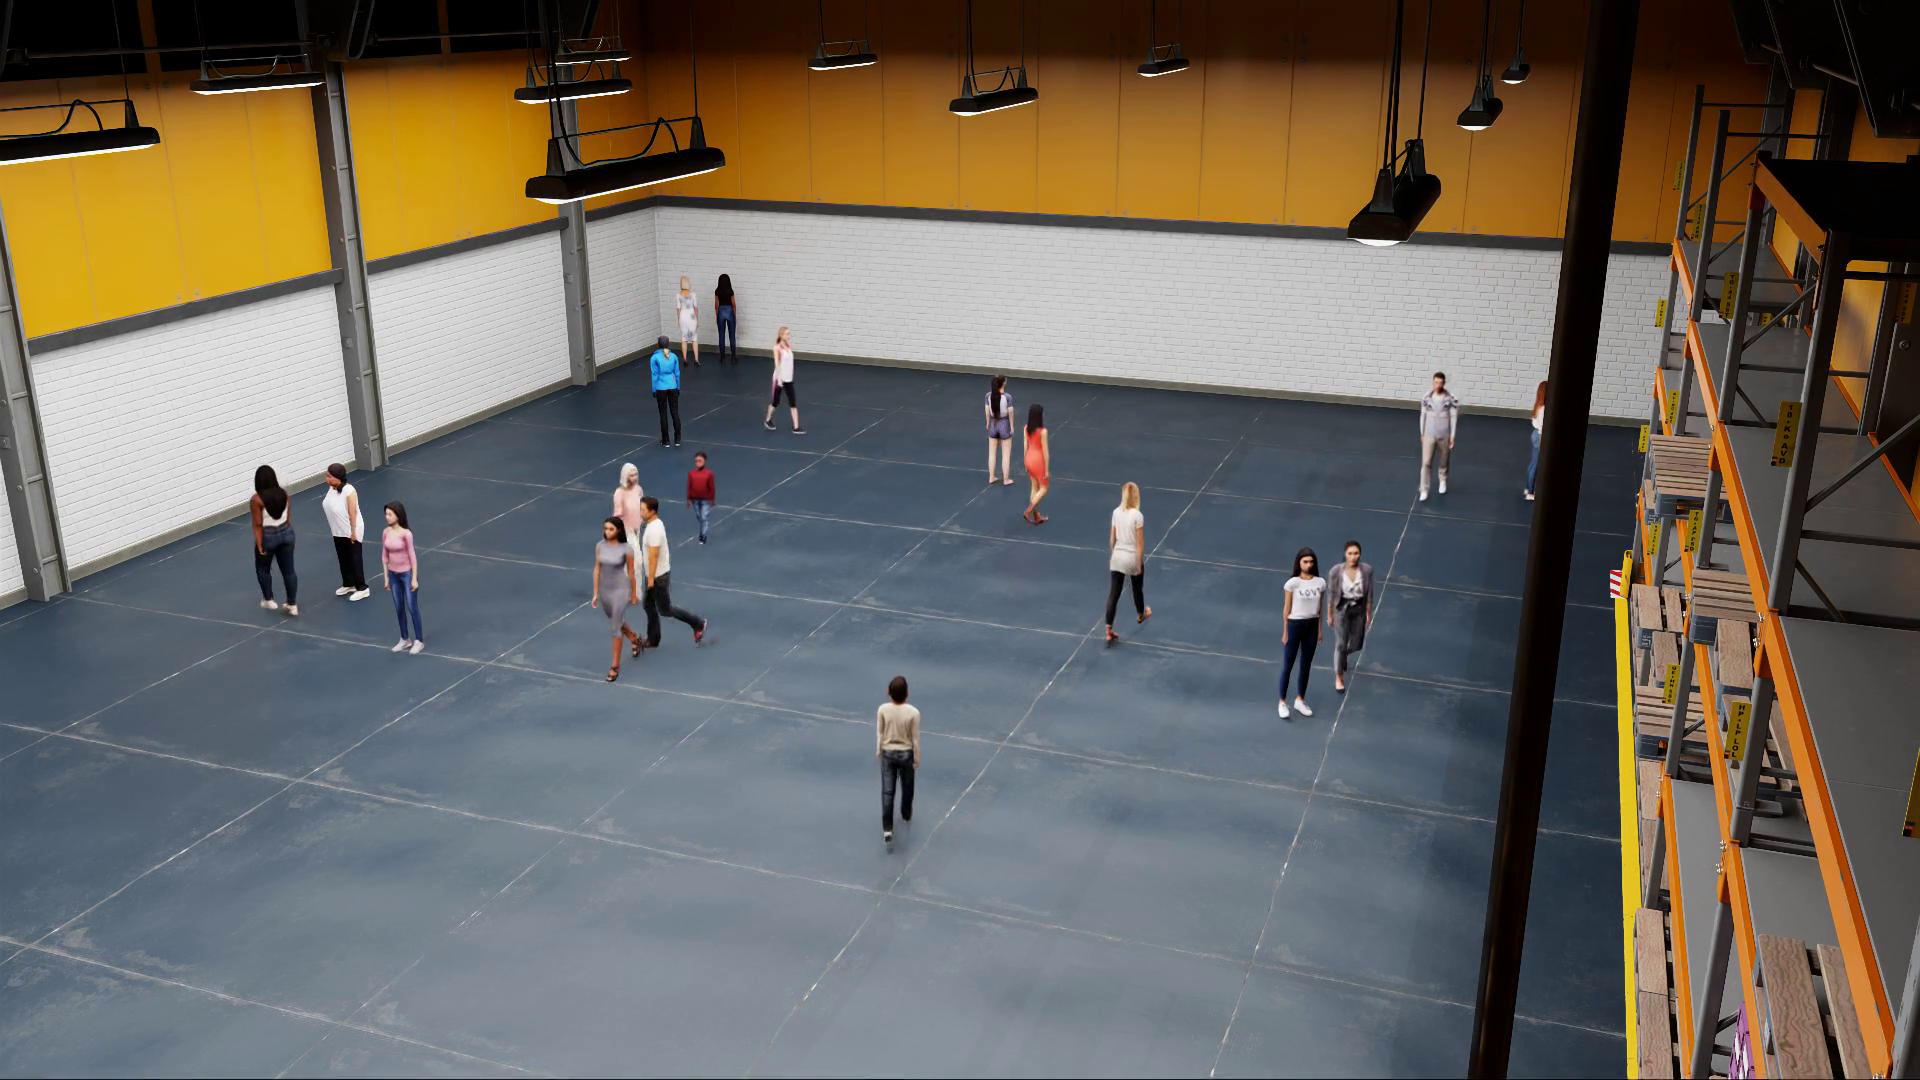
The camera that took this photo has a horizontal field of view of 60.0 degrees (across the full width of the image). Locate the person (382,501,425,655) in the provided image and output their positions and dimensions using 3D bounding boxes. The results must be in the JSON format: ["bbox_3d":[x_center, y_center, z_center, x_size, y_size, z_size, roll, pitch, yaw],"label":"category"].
[{"bbox_3d":[-6.140,0.399,18.331,0.585,1.742,0.486,8,20,21],"label":"person"}]

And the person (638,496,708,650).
[{"bbox_3d":[-3.241,0.374,18.359,1.074,1.772,1.093,-5,19,-15],"label":"person"}]

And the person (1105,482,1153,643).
[{"bbox_3d":[1.819,0.291,18.603,0.818,1.773,1.273,11,22,30],"label":"person"}]

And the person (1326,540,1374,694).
[{"bbox_3d":[4.043,0.769,17.369,0.789,1.656,0.904,1,19,4],"label":"person"}]

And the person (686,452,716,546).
[{"bbox_3d":[-3.416,-0.574,22.019,0.606,1.234,0.899,3,19,9],"label":"person"}]

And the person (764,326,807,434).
[{"bbox_3d":[-2.975,-2.604,27.237,0.955,1.749,1.160,15,24,37],"label":"person"}]

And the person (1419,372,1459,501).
[{"bbox_3d":[6.892,-1.519,23.883,0.736,1.834,1.196,8,20,23],"label":"person"}]

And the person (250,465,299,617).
[{"bbox_3d":[-7.915,0.033,19.347,0.835,1.788,0.867,-17,25,-41],"label":"person"}]

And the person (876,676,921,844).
[{"bbox_3d":[-0.558,1.899,14.340,0.742,1.446,1.038,1,19,2],"label":"person"}]

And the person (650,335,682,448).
[{"bbox_3d":[-4.672,-2.377,26.490,0.682,1.795,0.730,-8,20,-21],"label":"person"}]

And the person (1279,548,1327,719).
[{"bbox_3d":[3.426,0.924,16.723,0.671,1.774,0.692,-5,19,-13],"label":"person"}]

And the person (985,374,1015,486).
[{"bbox_3d":[0.587,-1.633,24.510,0.610,1.650,0.531,9,20,24],"label":"person"}]

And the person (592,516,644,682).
[{"bbox_3d":[-3.641,0.581,17.780,0.571,1.748,1.051,7,20,19],"label":"person"}]

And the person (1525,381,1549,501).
[{"bbox_3d":[8.288,-1.435,23.800,0.674,1.728,0.488,4,19,10],"label":"person"}]

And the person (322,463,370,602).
[{"bbox_3d":[-7.384,-0.122,19.970,0.743,1.683,0.746,16,25,40],"label":"person"}]

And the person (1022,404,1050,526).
[{"bbox_3d":[0.976,-0.986,22.497,0.764,1.708,0.901,17,25,42],"label":"person"}]

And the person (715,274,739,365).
[{"bbox_3d":[-4.547,-4.307,32.311,0.643,1.739,0.646,-1,19,-3],"label":"person"}]

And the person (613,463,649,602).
[{"bbox_3d":[-4.027,-0.114,19.914,0.663,1.704,0.688,7,20,19],"label":"person"}]

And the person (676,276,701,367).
[{"bbox_3d":[-5.234,-4.216,32.026,0.624,1.749,0.609,0,19,0],"label":"person"}]
